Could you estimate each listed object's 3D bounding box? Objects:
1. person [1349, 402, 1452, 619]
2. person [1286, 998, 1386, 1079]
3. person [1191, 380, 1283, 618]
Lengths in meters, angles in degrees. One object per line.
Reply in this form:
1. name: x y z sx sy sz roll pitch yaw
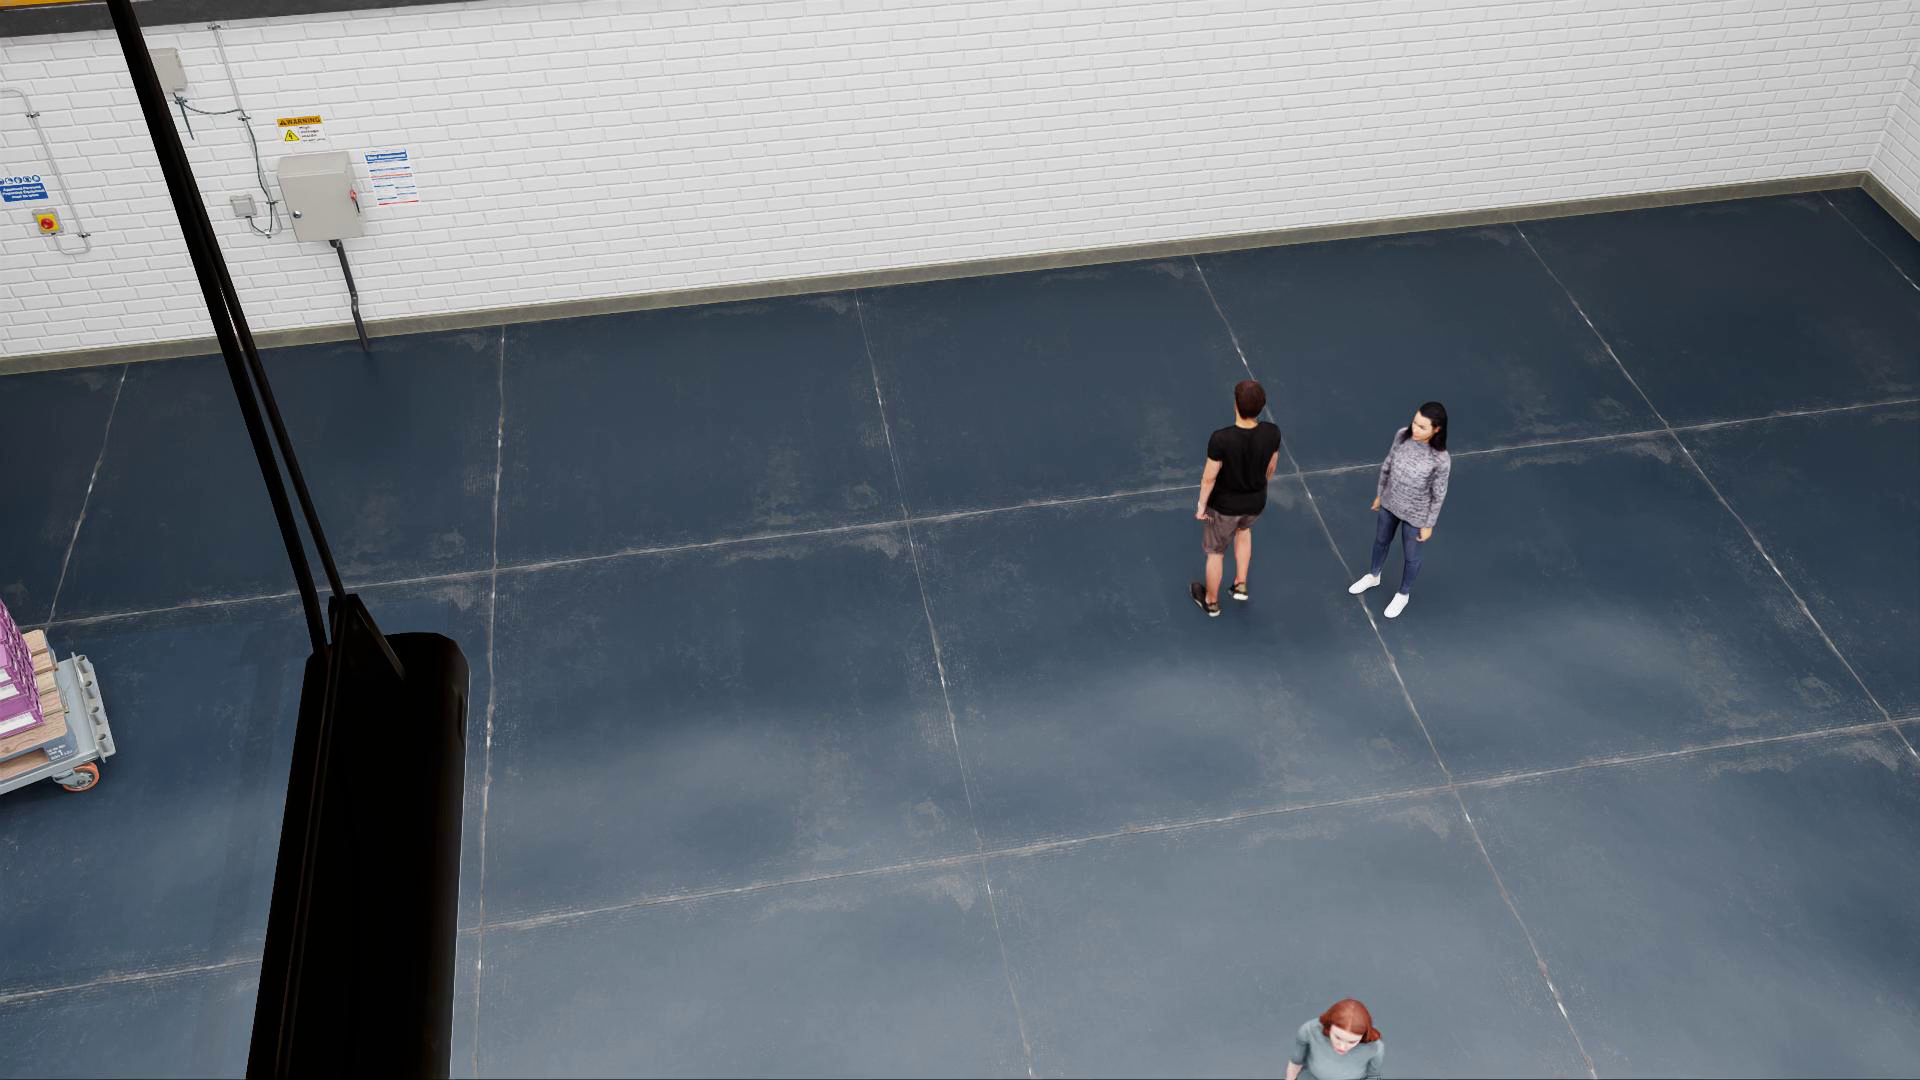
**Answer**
1. person: 2.965 -0.228 10.994 0.749 1.732 0.630 -29 51 -27
2. person: 1.766 2.645 7.977 0.671 1.734 0.702 16 46 16
3. person: 1.847 -0.211 10.893 0.691 1.847 0.684 -13 45 -13
